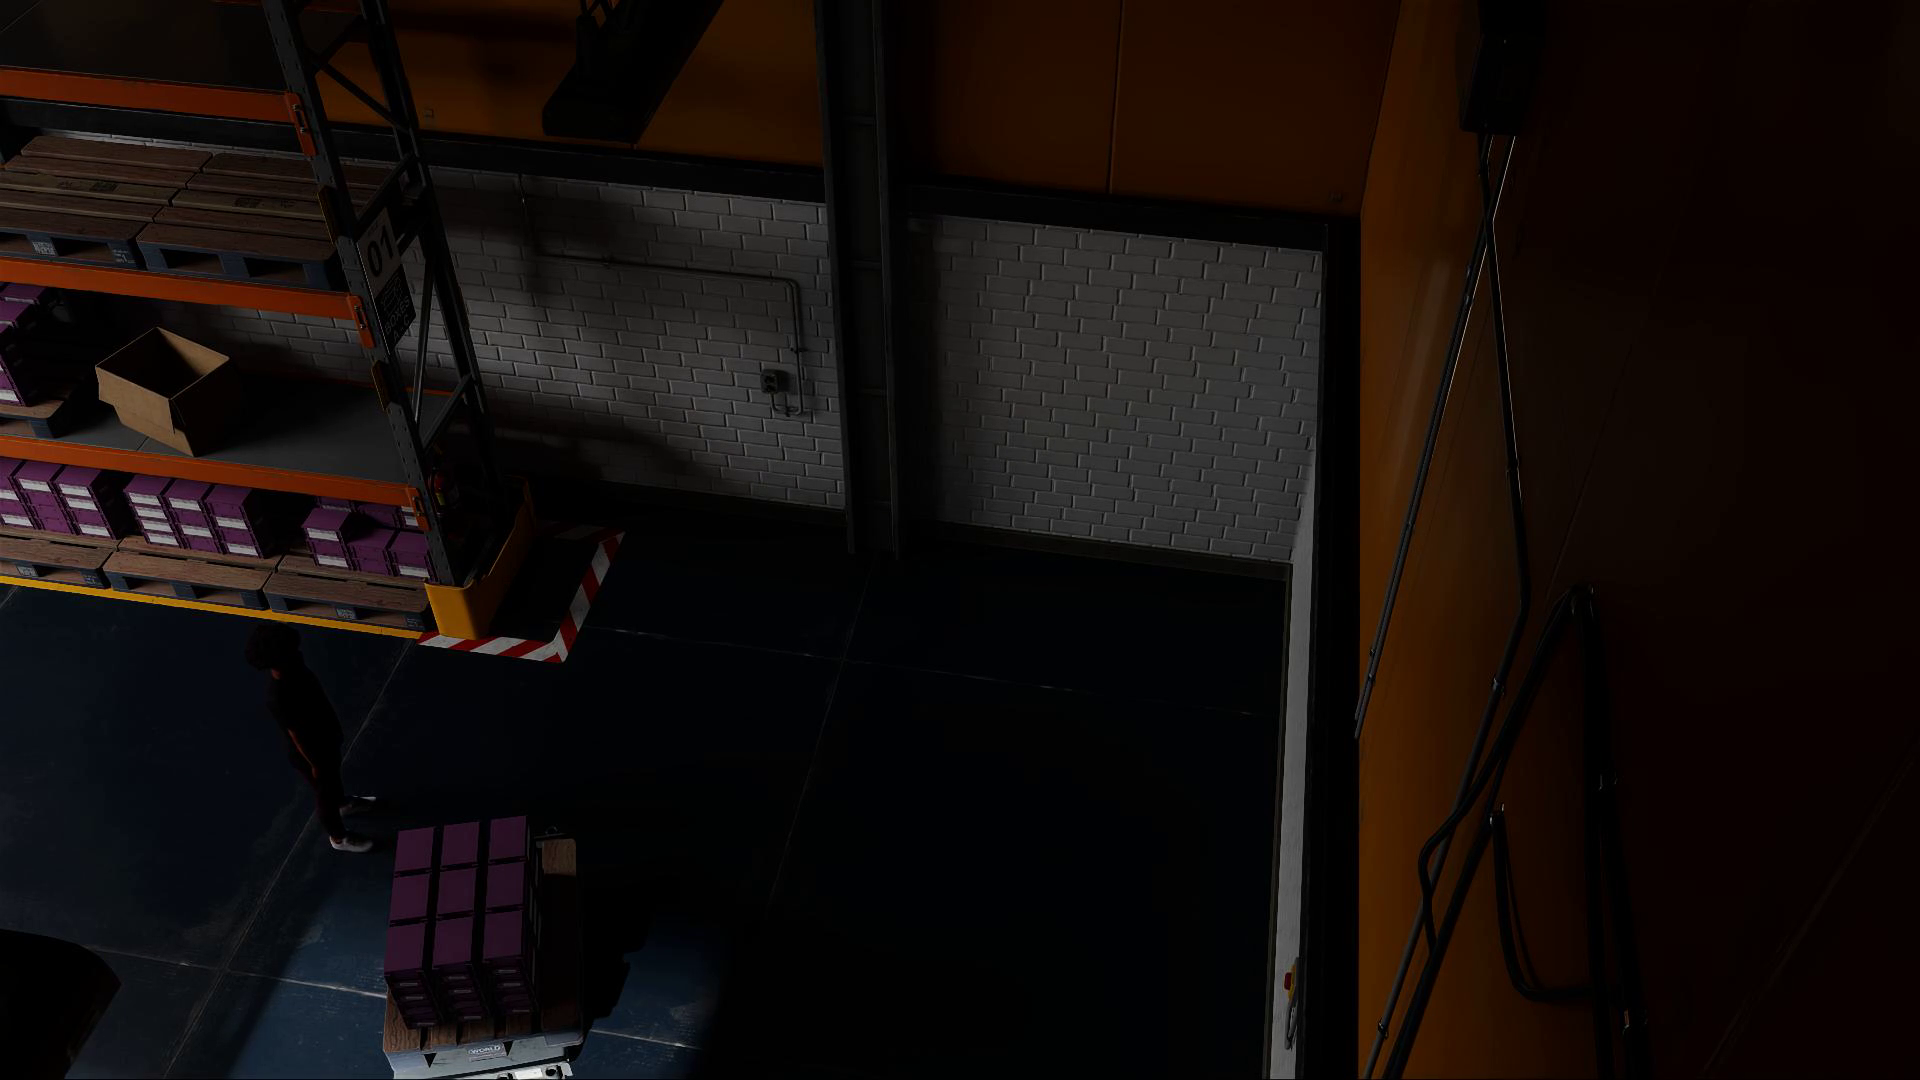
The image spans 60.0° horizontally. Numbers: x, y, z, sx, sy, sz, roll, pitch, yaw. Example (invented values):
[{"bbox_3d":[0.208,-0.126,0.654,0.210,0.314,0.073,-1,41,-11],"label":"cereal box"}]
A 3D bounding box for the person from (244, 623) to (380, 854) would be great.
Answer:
[{"bbox_3d":[-3.818,1.148,9.784,0.695,1.784,0.698,-8,44,-9],"label":"person"}]
